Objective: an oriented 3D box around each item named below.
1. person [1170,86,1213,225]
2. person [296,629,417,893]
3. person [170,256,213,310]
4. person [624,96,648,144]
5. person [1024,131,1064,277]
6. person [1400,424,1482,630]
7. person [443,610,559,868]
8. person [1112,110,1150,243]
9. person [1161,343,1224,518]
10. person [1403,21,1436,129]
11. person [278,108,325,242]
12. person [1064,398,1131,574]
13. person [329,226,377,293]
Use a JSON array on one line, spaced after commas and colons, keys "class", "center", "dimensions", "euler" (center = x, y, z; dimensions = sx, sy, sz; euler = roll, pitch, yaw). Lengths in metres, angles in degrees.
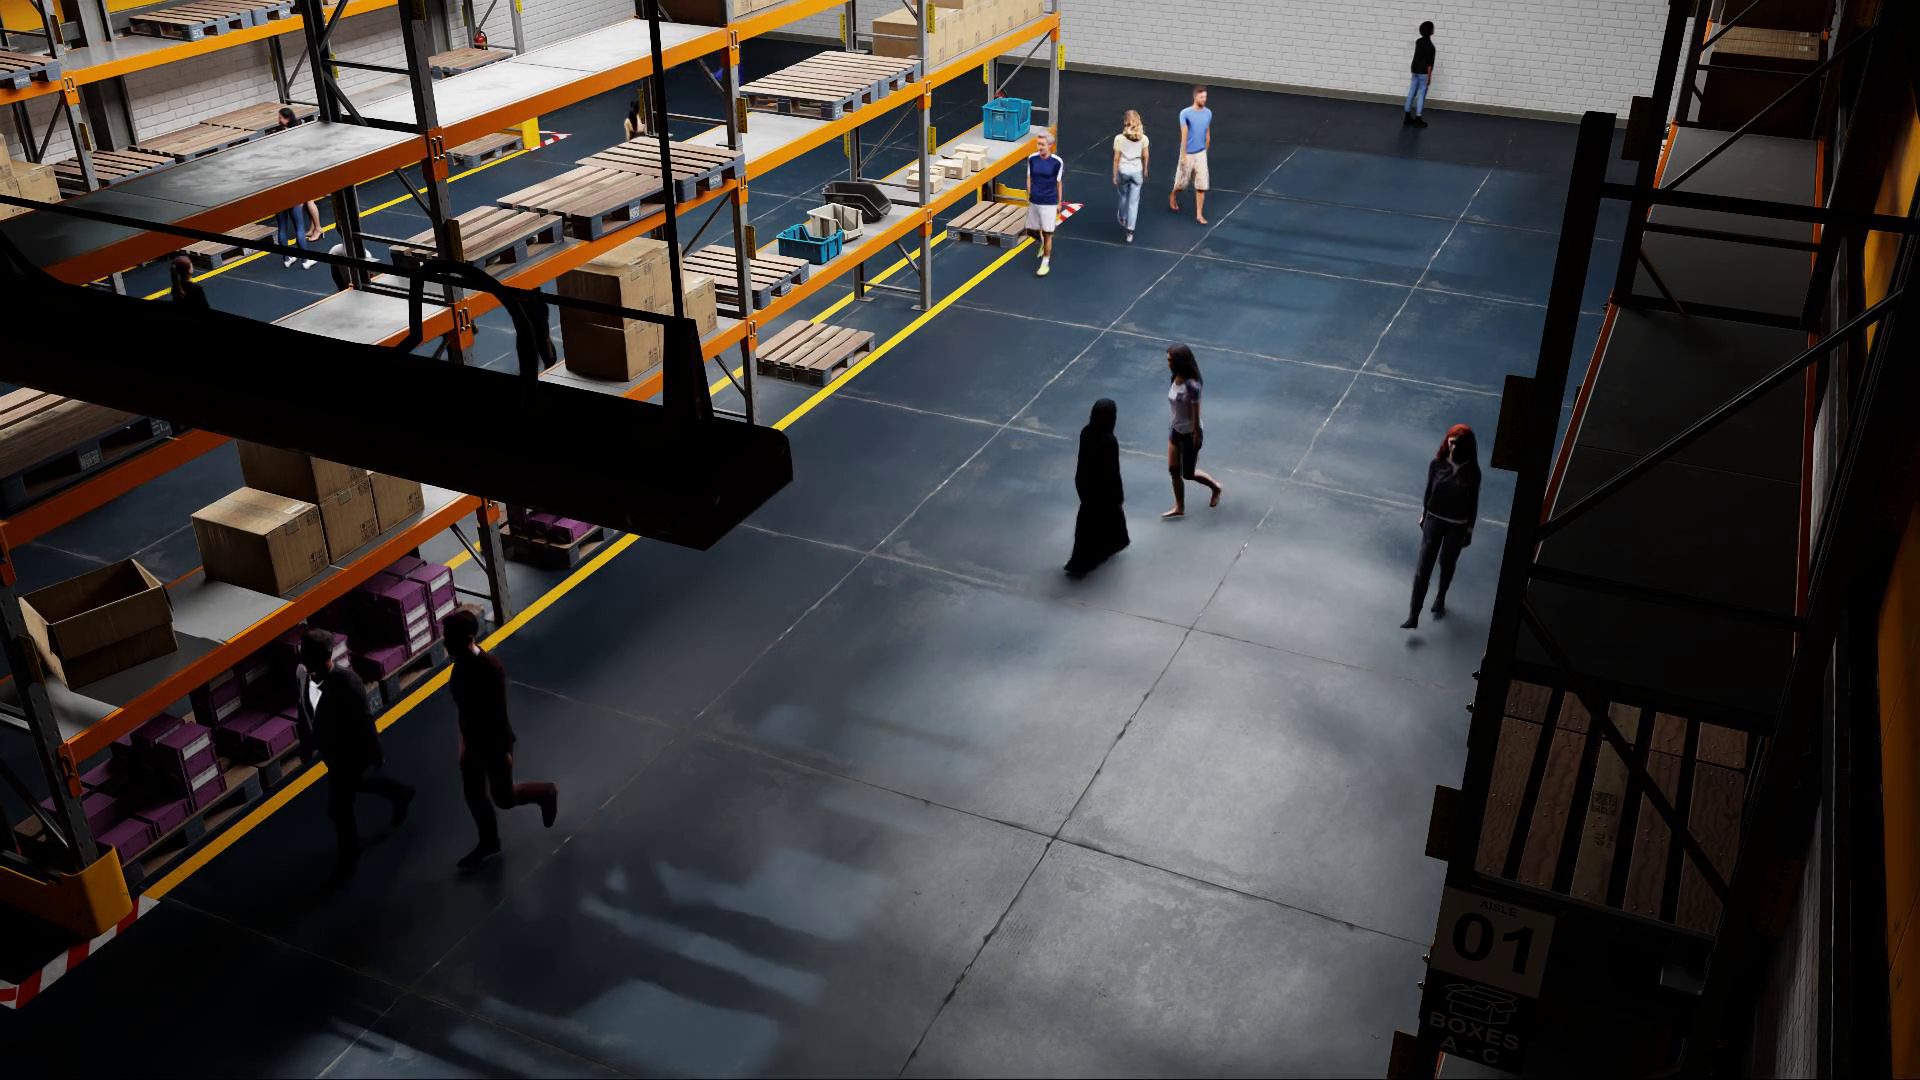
[{"class": "person", "center": [3.172, -5.337, 22.938], "dimensions": [1.065, 1.837, 1.185], "euler": [-7, 29, -13]}, {"class": "person", "center": [-3.951, 1.319, 10.774], "dimensions": [0.830, 1.802, 1.220], "euler": [18, 34, 30]}, {"class": "person", "center": [-8.086, -2.198, 17.517], "dimensions": [0.694, 1.518, 1.095], "euler": [7, 29, 13]}, {"class": "person", "center": [-4.420, -5.157, 22.762], "dimensions": [0.644, 1.689, 1.119], "euler": [9, 30, 16]}, {"class": "person", "center": [1.092, -4.286, 21.026], "dimensions": [0.630, 1.823, 0.842], "euler": [12, 31, 20]}, {"class": "person", "center": [3.988, -0.153, 13.529], "dimensions": [0.670, 1.747, 1.039], "euler": [16, 32, 26]}, {"class": "person", "center": [-3.027, 1.263, 10.837], "dimensions": [0.828, 1.839, 1.076], "euler": [22, 35, 34]}, {"class": "person", "center": [2.279, -4.808, 22.123], "dimensions": [0.965, 1.689, 1.179], "euler": [0, 29, 0]}, {"class": "person", "center": [2.126, -0.996, 15.143], "dimensions": [0.974, 1.681, 0.909], "euler": [-13, 31, -23]}, {"class": "person", "center": [7.566, -7.651, 27.323], "dimensions": [0.692, 1.701, 0.654], "euler": [-16, 32, -26]}, {"class": "person", "center": [-8.795, -4.871, 22.156], "dimensions": [0.820, 1.769, 0.784], "euler": [-15, 32, -25]}, {"class": "person", "center": [1.105, -0.461, 14.234], "dimensions": [1.045, 1.612, 0.950], "euler": [-14, 32, -24]}, {"class": "person", "center": [-6.420, -2.568, 17.832], "dimensions": [0.704, 1.866, 0.605], "euler": [8, 30, 15]}]
